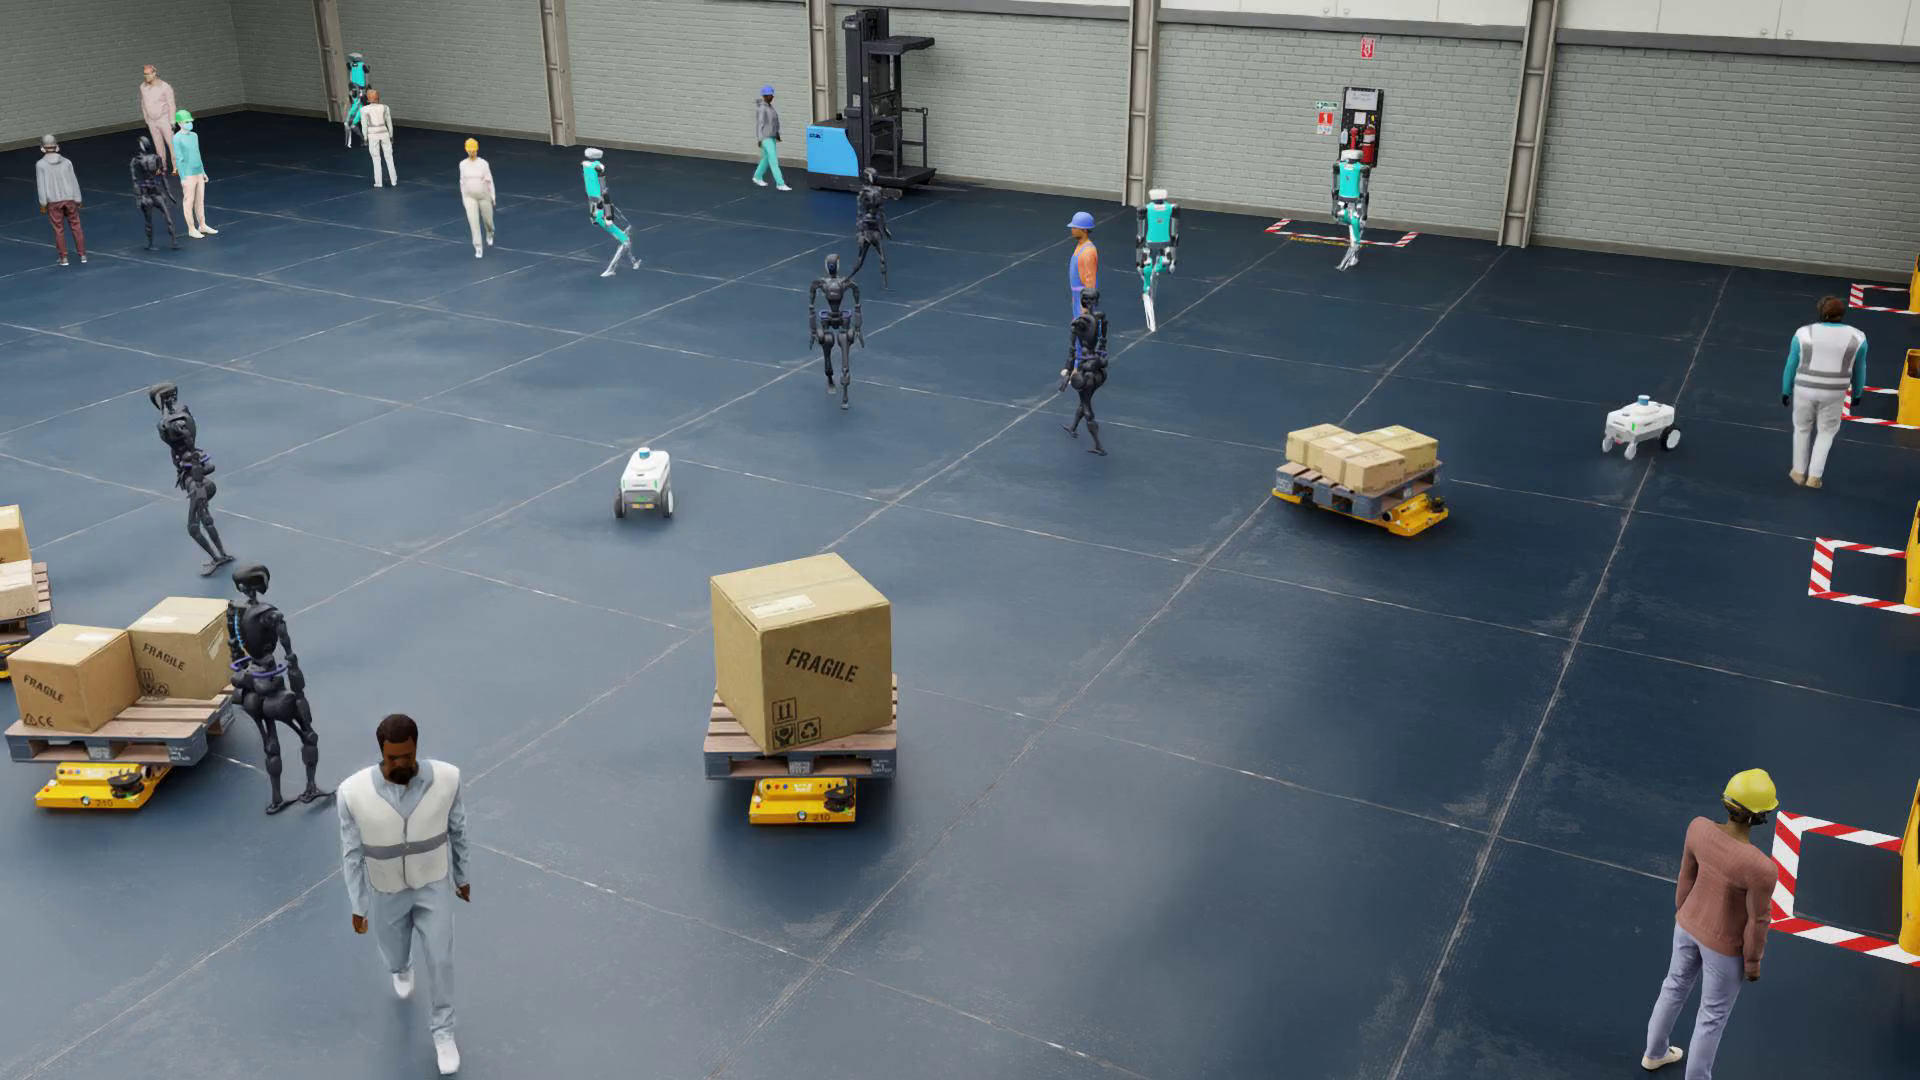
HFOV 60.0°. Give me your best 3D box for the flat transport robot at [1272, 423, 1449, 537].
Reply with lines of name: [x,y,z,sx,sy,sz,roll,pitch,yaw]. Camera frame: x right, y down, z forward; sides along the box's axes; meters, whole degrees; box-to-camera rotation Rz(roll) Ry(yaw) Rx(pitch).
flat transport robot: [3.611,-0.379,15.046,1.431,0.231,0.659,21,31,40]

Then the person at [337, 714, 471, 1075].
person: [-2.716,1.667,8.222,0.606,1.897,0.748,-10,25,-22]

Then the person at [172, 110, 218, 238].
person: [-11.493,-5.487,24.902,0.362,1.875,0.517,7,24,15]

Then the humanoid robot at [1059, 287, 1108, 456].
humanoid robot: [1.200,-1.689,16.350,0.735,1.630,0.585,20,30,39]

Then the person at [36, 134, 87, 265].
person: [-12.626,-4.778,23.341,0.548,1.806,0.380,-20,30,-38]

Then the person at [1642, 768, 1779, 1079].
person: [3.611,1.874,7.918,0.343,1.761,0.522,-9,25,-19]

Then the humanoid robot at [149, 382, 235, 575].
humanoid robot: [-6.277,-0.525,13.605,0.401,1.635,0.609,-19,30,-37]

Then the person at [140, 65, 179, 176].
person: [-14.081,-7.371,29.251,0.641,1.909,0.402,6,24,14]

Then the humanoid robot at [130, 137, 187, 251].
humanoid robot: [-11.623,-4.977,23.988,0.700,1.633,0.600,12,26,26]

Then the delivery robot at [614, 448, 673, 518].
delivery robot: [-2.839,-0.517,15.029,0.499,0.614,0.798,0,23,-1]

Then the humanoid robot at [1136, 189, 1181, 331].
humanoid robot: [2.364,-3.510,20.531,0.531,1.782,0.998,-2,23,-5]

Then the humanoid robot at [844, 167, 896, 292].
humanoid robot: [-1.216,-4.126,22.042,0.752,1.639,0.602,16,28,32]

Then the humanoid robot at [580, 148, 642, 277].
humanoid robot: [-4.687,-4.483,22.808,0.878,1.828,0.547,-18,29,-36]

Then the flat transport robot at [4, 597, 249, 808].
flat transport robot: [-5.448,1.331,11.064,0.659,0.231,1.431,1,23,2]

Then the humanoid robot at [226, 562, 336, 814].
humanoid robot: [-4.270,0.902,10.290,0.610,1.650,0.372,12,26,25]

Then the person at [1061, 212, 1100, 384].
person: [1.345,-2.652,18.260,0.370,1.910,0.521,-3,23,-6]

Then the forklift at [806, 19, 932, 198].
forklift: [-1.573,-7.292,27.850,1.873,2.768,1.129,12,26,25]

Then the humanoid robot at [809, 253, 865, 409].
humanoid robot: [-1.312,-2.258,17.697,0.594,1.642,0.748,-1,23,-3]

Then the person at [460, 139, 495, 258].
person: [-6.921,-4.946,23.906,0.468,1.670,0.716,-4,24,-10]

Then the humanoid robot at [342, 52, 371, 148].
humanoid robot: [-11.642,-8.337,31.808,0.564,1.846,0.798,12,26,26]

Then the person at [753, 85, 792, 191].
person: [-3.237,-6.825,28.189,0.821,1.742,0.560,8,24,17]

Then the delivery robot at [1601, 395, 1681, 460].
delivery robot: [6.734,-1.130,16.451,0.807,0.609,0.499,-15,28,-31]

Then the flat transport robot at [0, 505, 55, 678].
flat transport robot: [-7.448,0.727,12.471,0.659,0.231,1.431,-12,26,-26]

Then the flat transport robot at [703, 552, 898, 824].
flat transport robot: [-1.013,1.399,10.905,0.659,0.231,1.431,-1,23,-2]

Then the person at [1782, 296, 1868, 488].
person: [7.949,-1.365,15.366,0.669,1.817,0.495,10,25,23]

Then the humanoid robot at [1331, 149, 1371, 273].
humanoid robot: [5.408,-4.508,22.802,0.535,1.737,1.030,16,28,32]

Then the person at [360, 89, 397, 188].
person: [-9.912,-6.843,28.353,0.514,1.639,0.313,-14,27,-29]
